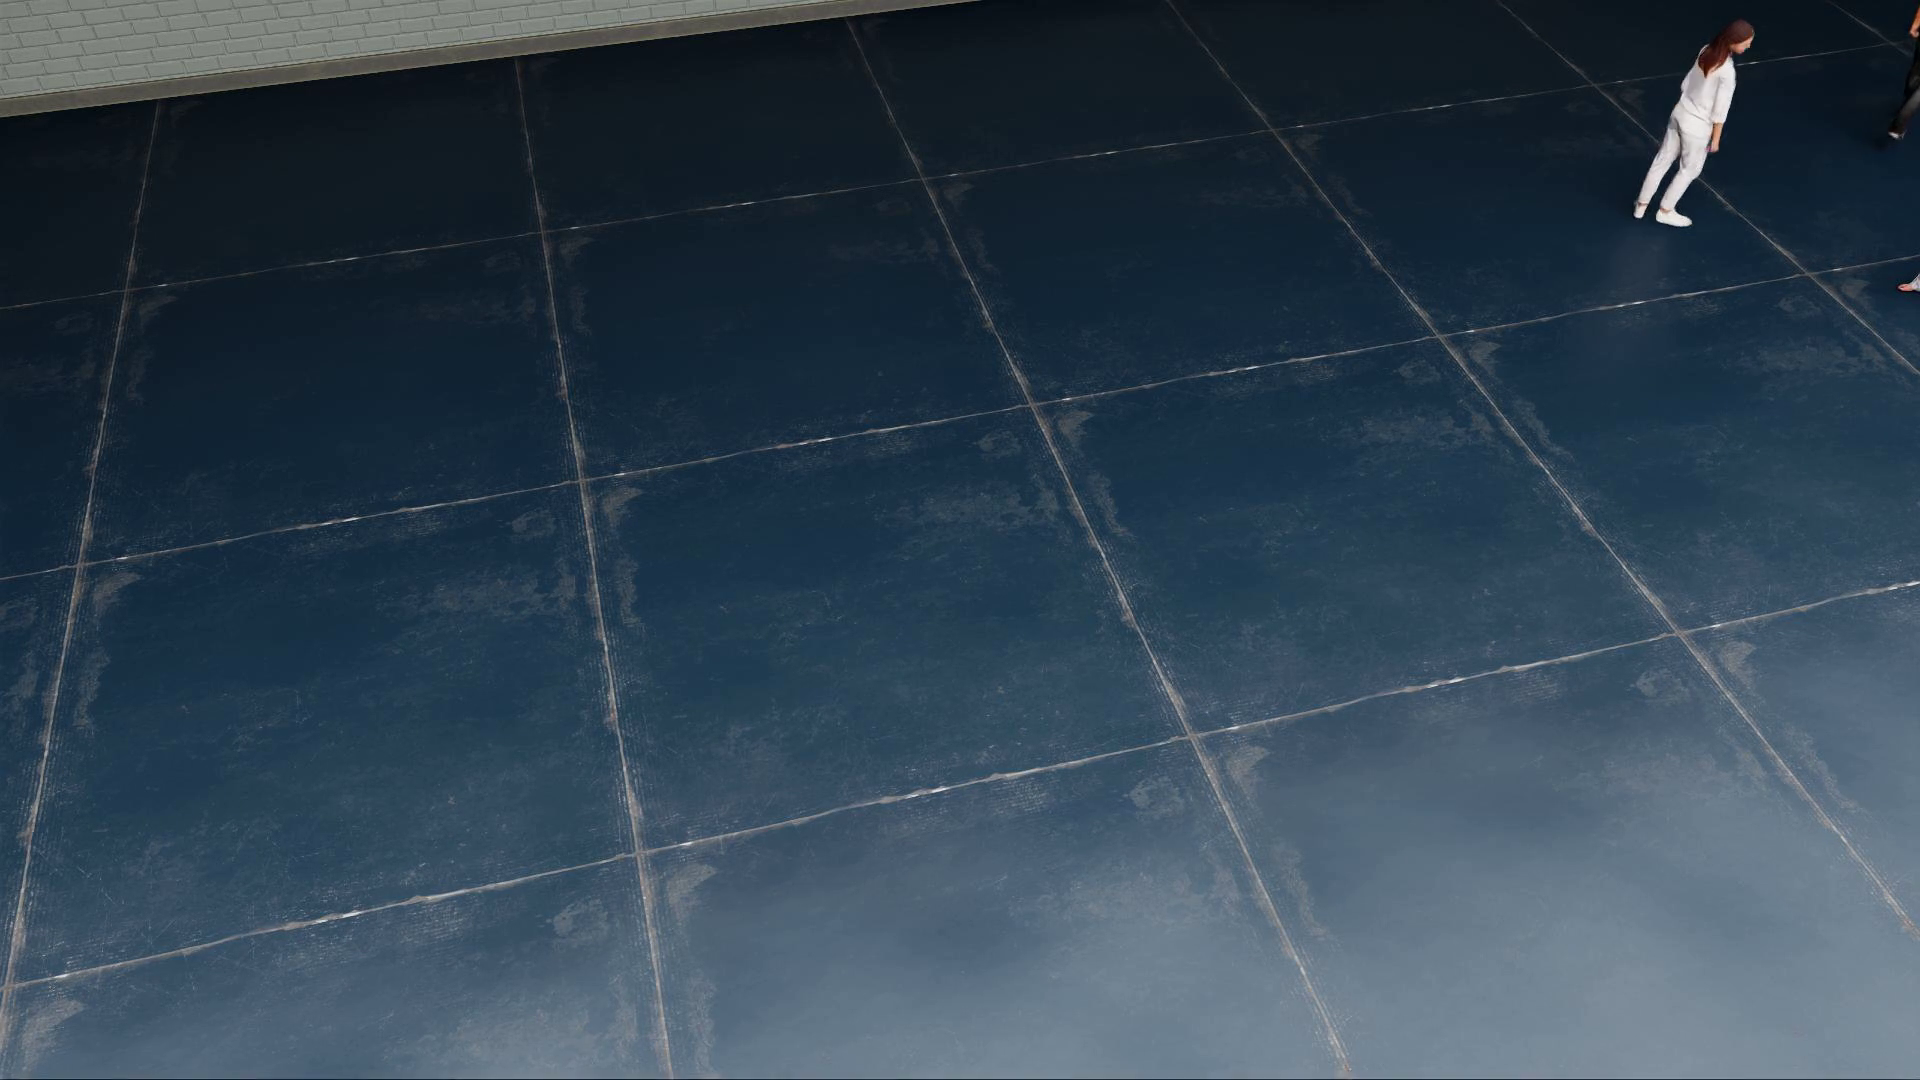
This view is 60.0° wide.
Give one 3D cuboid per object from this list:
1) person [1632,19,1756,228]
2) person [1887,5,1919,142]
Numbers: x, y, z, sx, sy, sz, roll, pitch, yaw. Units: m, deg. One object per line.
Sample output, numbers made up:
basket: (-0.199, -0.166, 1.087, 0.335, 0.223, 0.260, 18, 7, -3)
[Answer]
person: (5.384, -3.081, 12.266, 0.724, 1.666, 0.508, -18, 46, -18)
person: (7.783, -4.008, 13.182, 1.190, 1.770, 1.133, 31, 51, 29)
